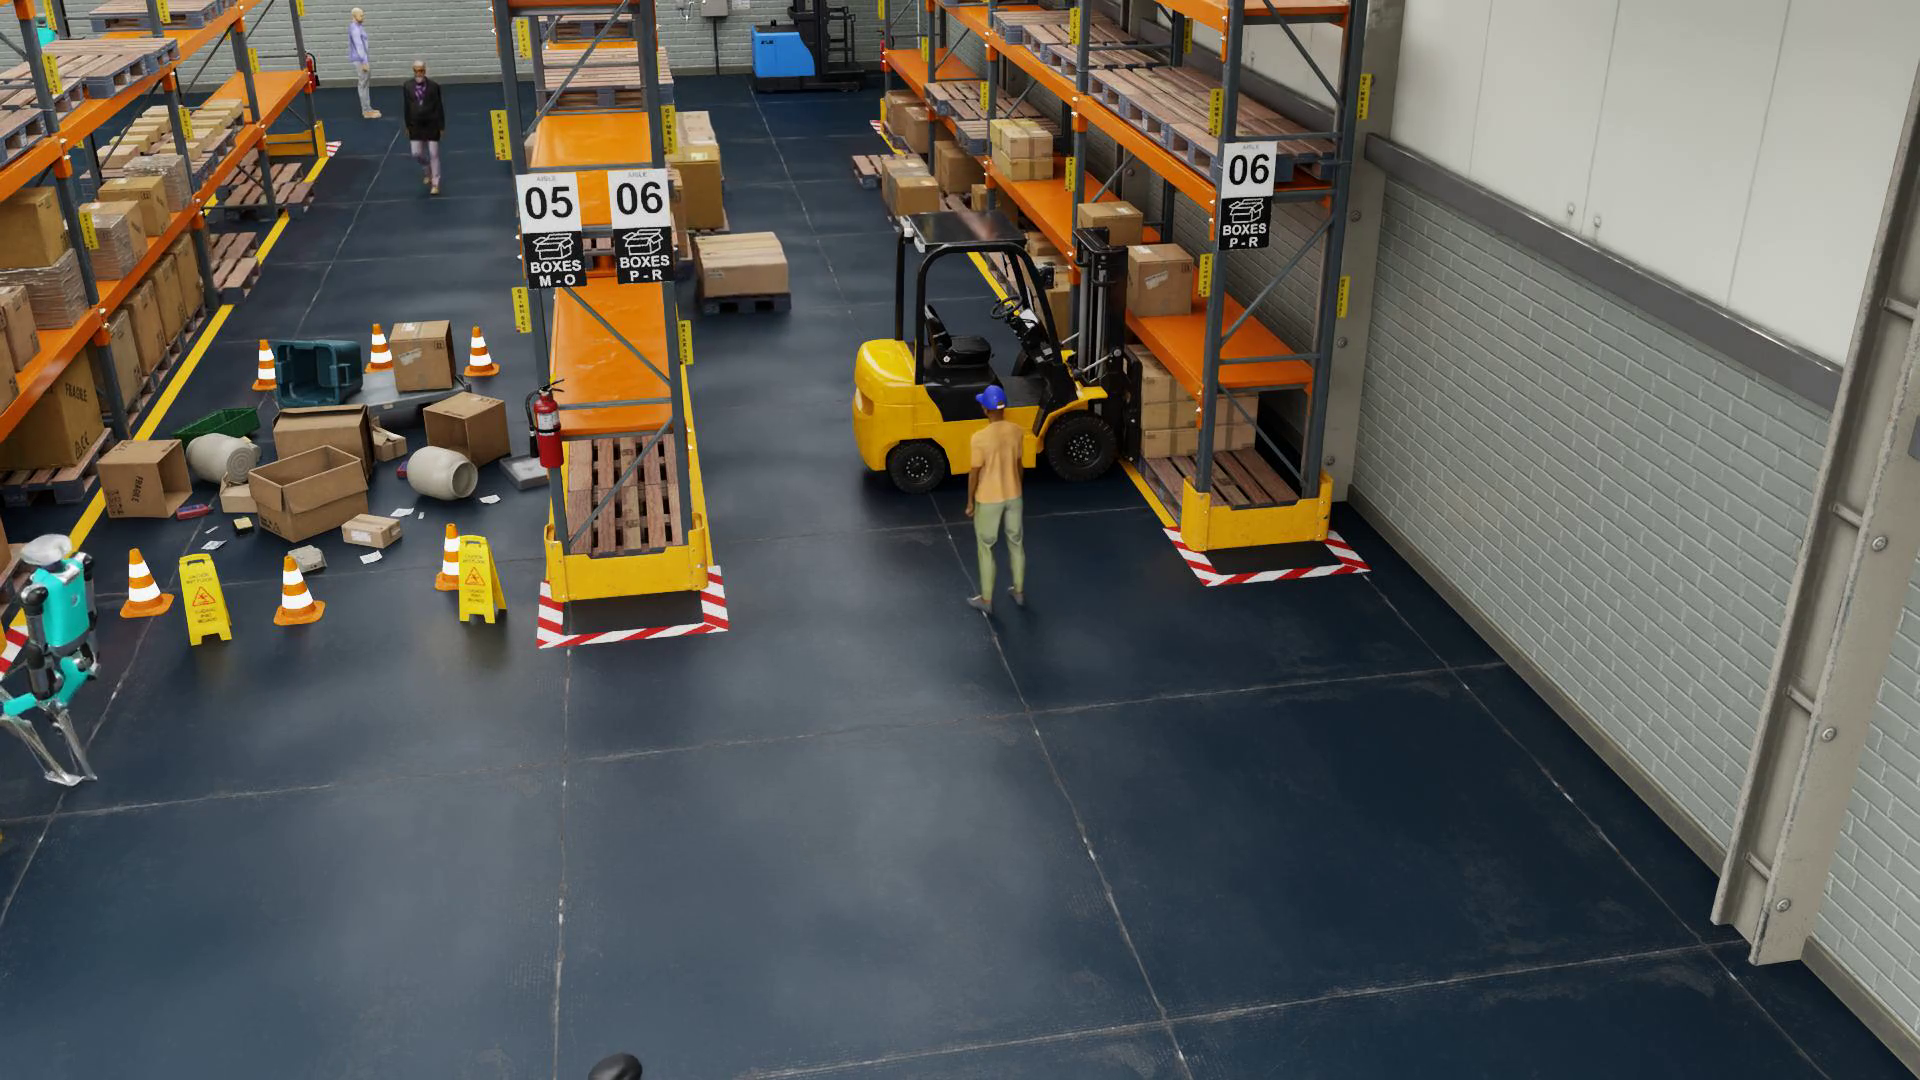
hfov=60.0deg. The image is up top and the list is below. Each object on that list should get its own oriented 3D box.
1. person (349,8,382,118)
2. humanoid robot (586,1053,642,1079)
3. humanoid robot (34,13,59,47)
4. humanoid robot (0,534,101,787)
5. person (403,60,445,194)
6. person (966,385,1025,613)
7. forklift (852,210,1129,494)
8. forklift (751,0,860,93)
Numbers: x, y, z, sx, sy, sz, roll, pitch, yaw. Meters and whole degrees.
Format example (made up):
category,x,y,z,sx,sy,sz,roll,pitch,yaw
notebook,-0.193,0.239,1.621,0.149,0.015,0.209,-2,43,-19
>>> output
category,x,y,z,sx,sy,sz,roll,pitch,yaw
person,-10.157,-8.093,28.220,0.394,1.796,0.595,-9,27,-18
humanoid robot,-1.186,2.568,6.152,0.616,1.653,0.358,16,30,31
humanoid robot,-15.211,-7.832,27.802,0.540,1.816,0.802,-8,27,-15
humanoid robot,-5.436,0.778,9.849,0.801,1.800,0.533,5,26,11
person,-7.521,-5.812,23.410,0.563,1.846,0.444,-3,26,-5
person,0.248,-0.318,12.135,0.456,1.705,0.405,-14,29,-26
forklift,0.216,-1.659,14.366,2.313,2.155,1.214,-5,26,-10
forklift,-2.872,-9.679,30.288,1.873,2.768,1.129,-5,26,-10
